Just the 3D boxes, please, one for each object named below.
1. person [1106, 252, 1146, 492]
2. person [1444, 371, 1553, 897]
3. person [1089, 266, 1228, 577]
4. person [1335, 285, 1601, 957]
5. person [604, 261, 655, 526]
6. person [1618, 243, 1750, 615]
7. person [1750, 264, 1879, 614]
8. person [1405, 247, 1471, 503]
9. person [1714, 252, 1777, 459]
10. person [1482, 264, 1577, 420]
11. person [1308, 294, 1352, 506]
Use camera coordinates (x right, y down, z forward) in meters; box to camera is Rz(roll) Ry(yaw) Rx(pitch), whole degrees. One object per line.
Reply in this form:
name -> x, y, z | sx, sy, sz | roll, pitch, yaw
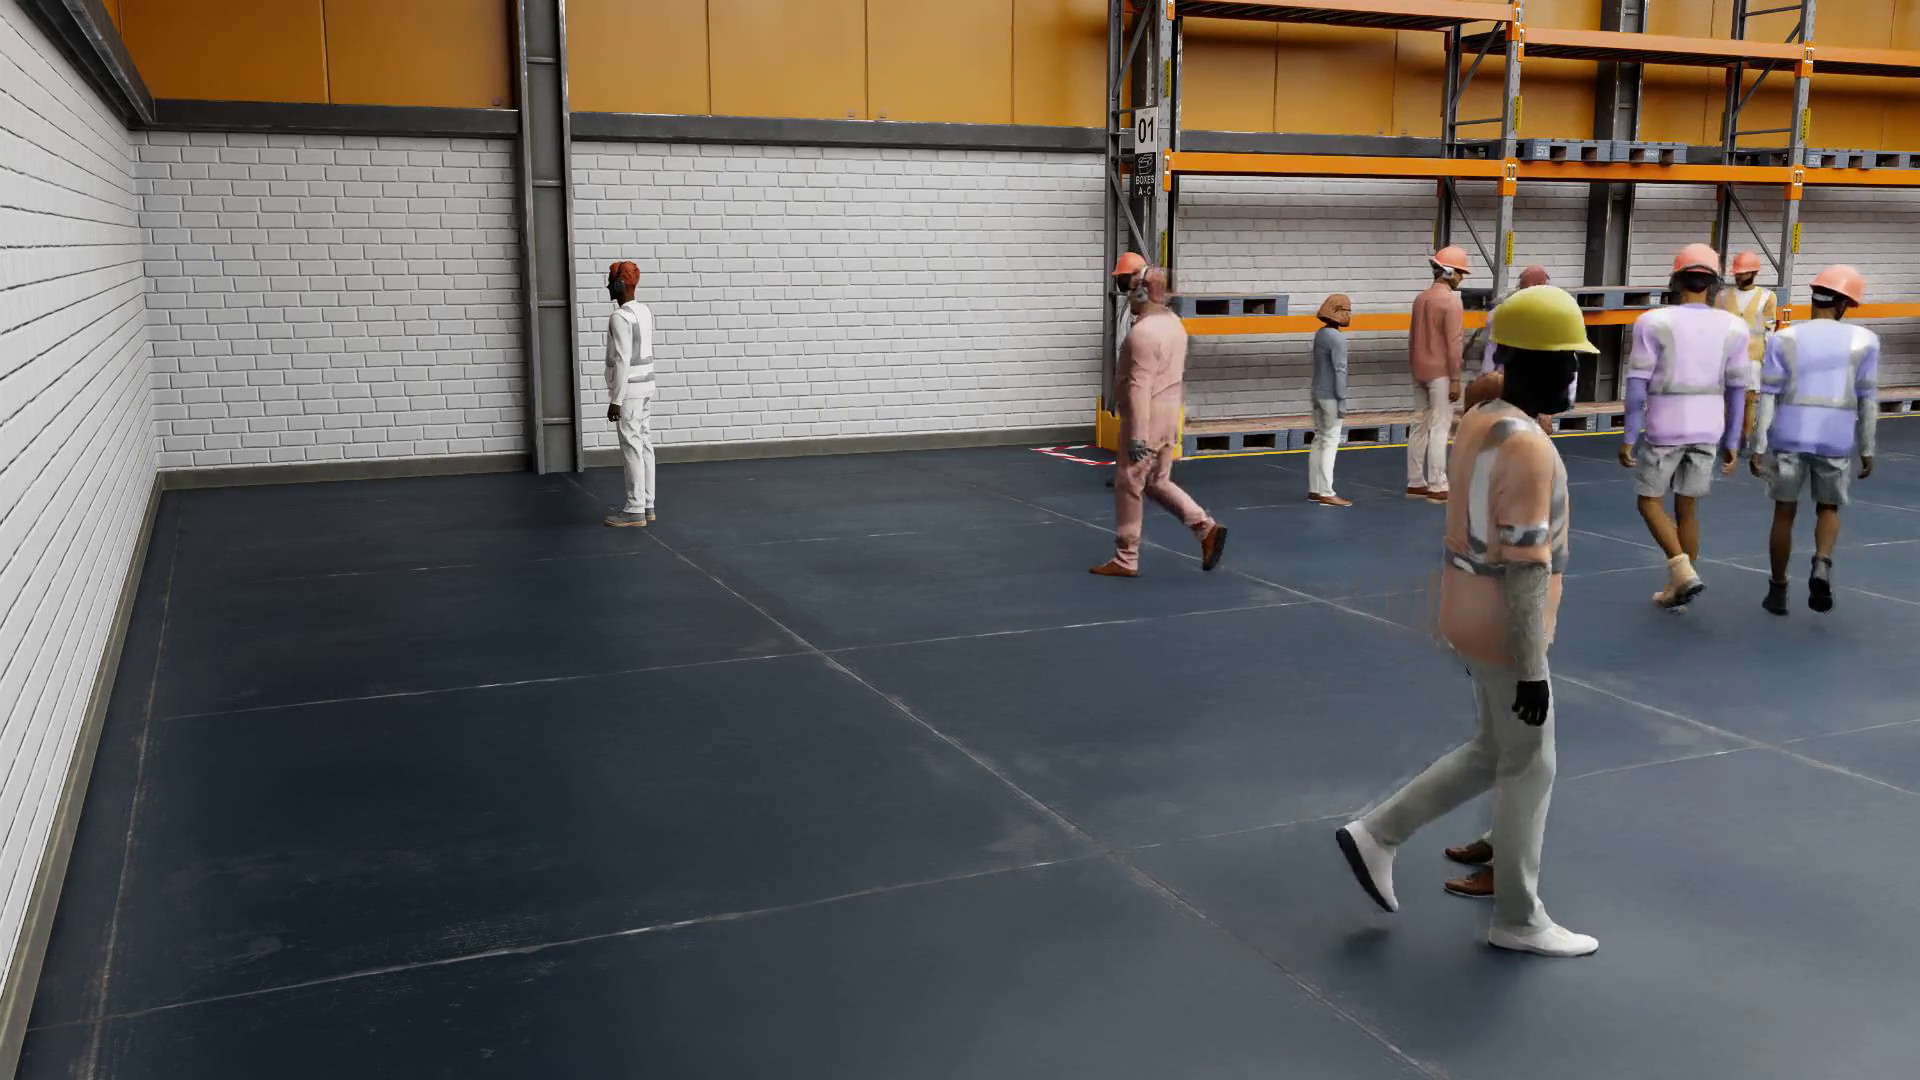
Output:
person -> 1.384, -1.348, 13.460 | 0.373, 1.935, 0.551 | -2, 10, -10
person -> 1.664, 0.293, 5.160 | 0.279, 1.631, 0.504 | 3, 11, 18
person -> 1.190, -0.688, 9.944 | 0.736, 1.887, 0.650 | 5, 11, 27
person -> 1.478, 0.243, 4.676 | 0.648, 1.908, 0.590 | 1, 10, 5
person -> -2.365, -1.036, 11.877 | 0.355, 1.882, 0.575 | 1, 10, 8
person -> 3.886, -0.578, 8.940 | 0.644, 2.018, 0.571 | 0, 10, -1
person -> 4.559, -0.514, 8.902 | 0.621, 1.904, 0.544 | 5, 11, 24
person -> 3.735, -1.281, 12.959 | 0.408, 1.981, 0.612 | -3, 11, -16
person -> 7.318, -1.726, 15.603 | 0.556, 1.926, 0.409 | 7, 12, 34
person -> 4.267, -1.136, 12.495 | 0.658, 1.860, 0.994 | 6, 12, 30
person -> 2.859, -1.079, 12.830 | 0.276, 1.626, 0.502 | -2, 10, -10
